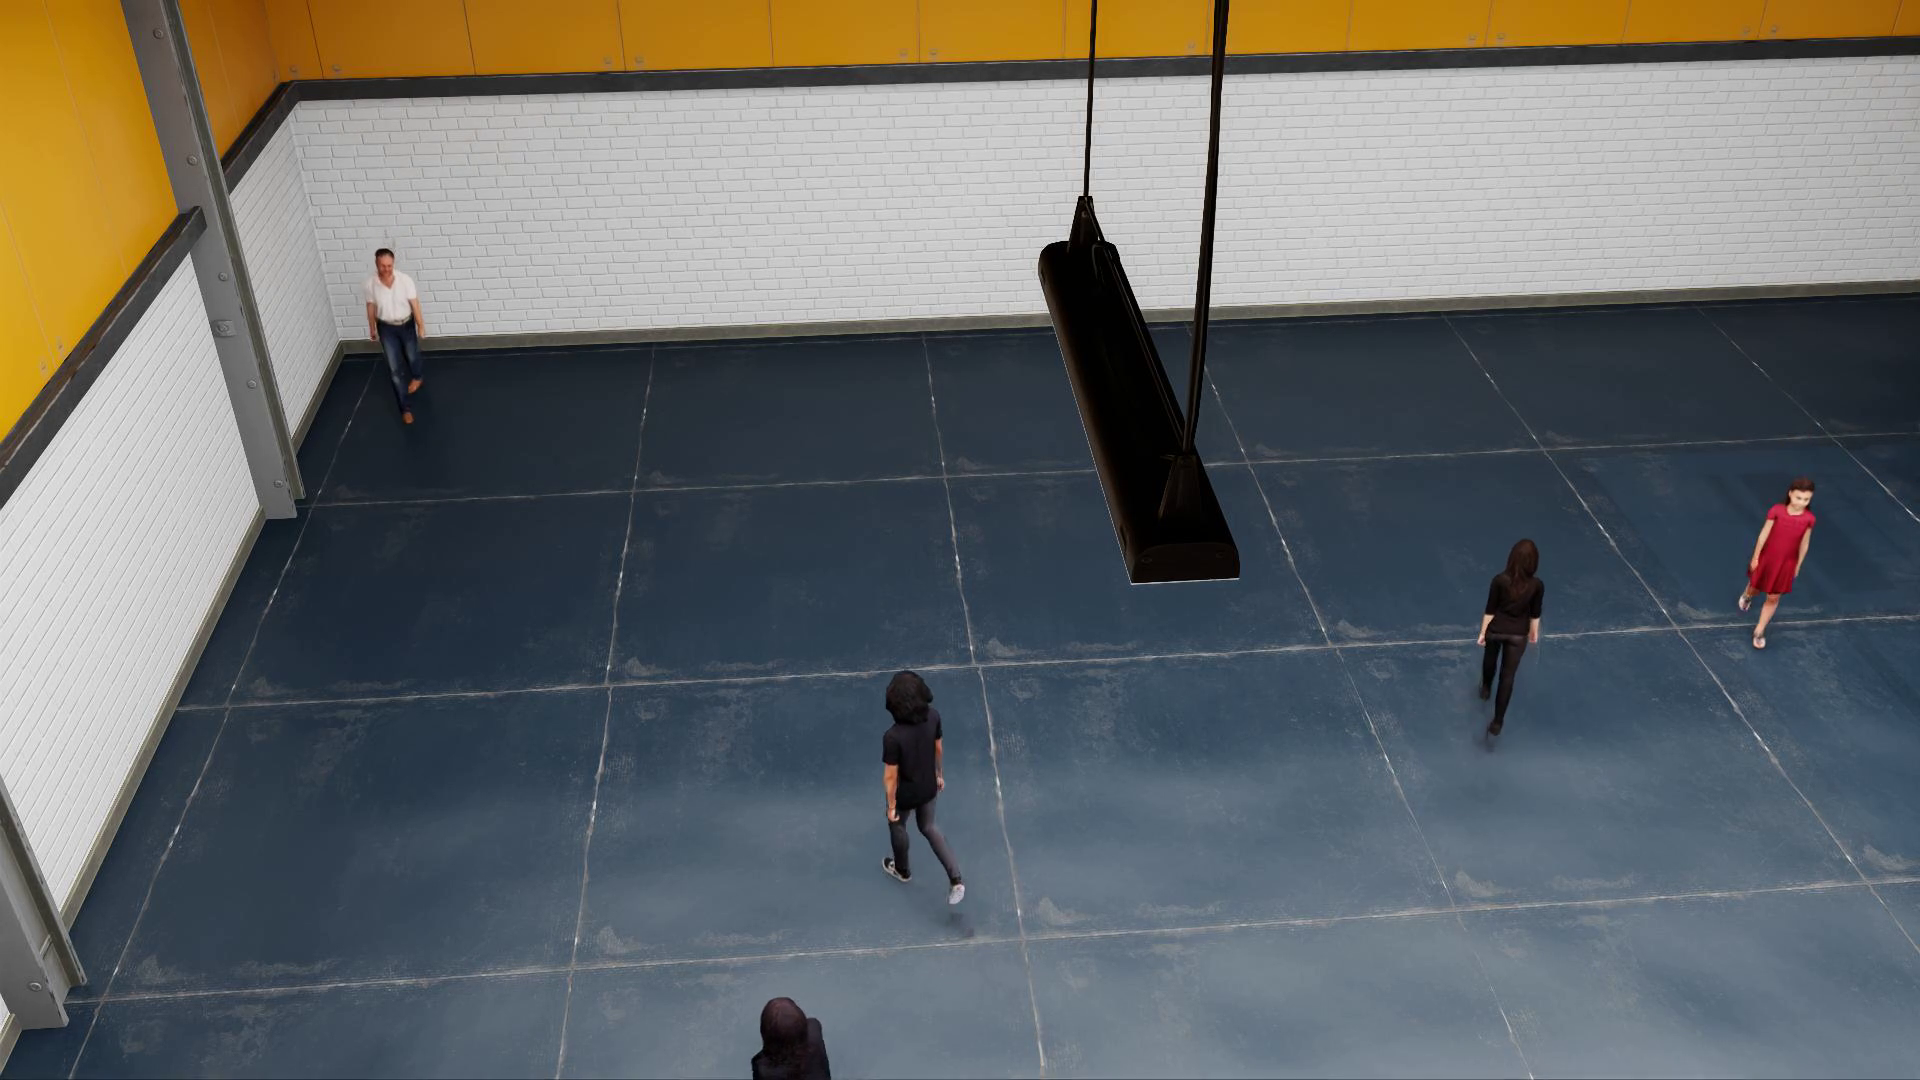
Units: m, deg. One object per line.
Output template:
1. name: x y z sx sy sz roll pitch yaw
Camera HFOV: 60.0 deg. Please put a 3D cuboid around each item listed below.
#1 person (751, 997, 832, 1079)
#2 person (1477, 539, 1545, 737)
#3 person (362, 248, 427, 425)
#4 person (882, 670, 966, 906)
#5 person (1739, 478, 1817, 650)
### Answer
1. person: -0.831 3.143 9.100 1.115 1.573 1.169 17 37 23
2. person: 4.164 0.761 12.651 0.845 1.609 1.139 9 35 13
3. person: -5.708 -2.179 16.908 0.810 1.791 1.252 -3 34 -4
4. person: -0.261 1.696 11.065 0.977 1.807 1.123 -24 40 -31
5. person: 6.725 0.117 13.679 0.743 1.542 0.917 12 35 17
